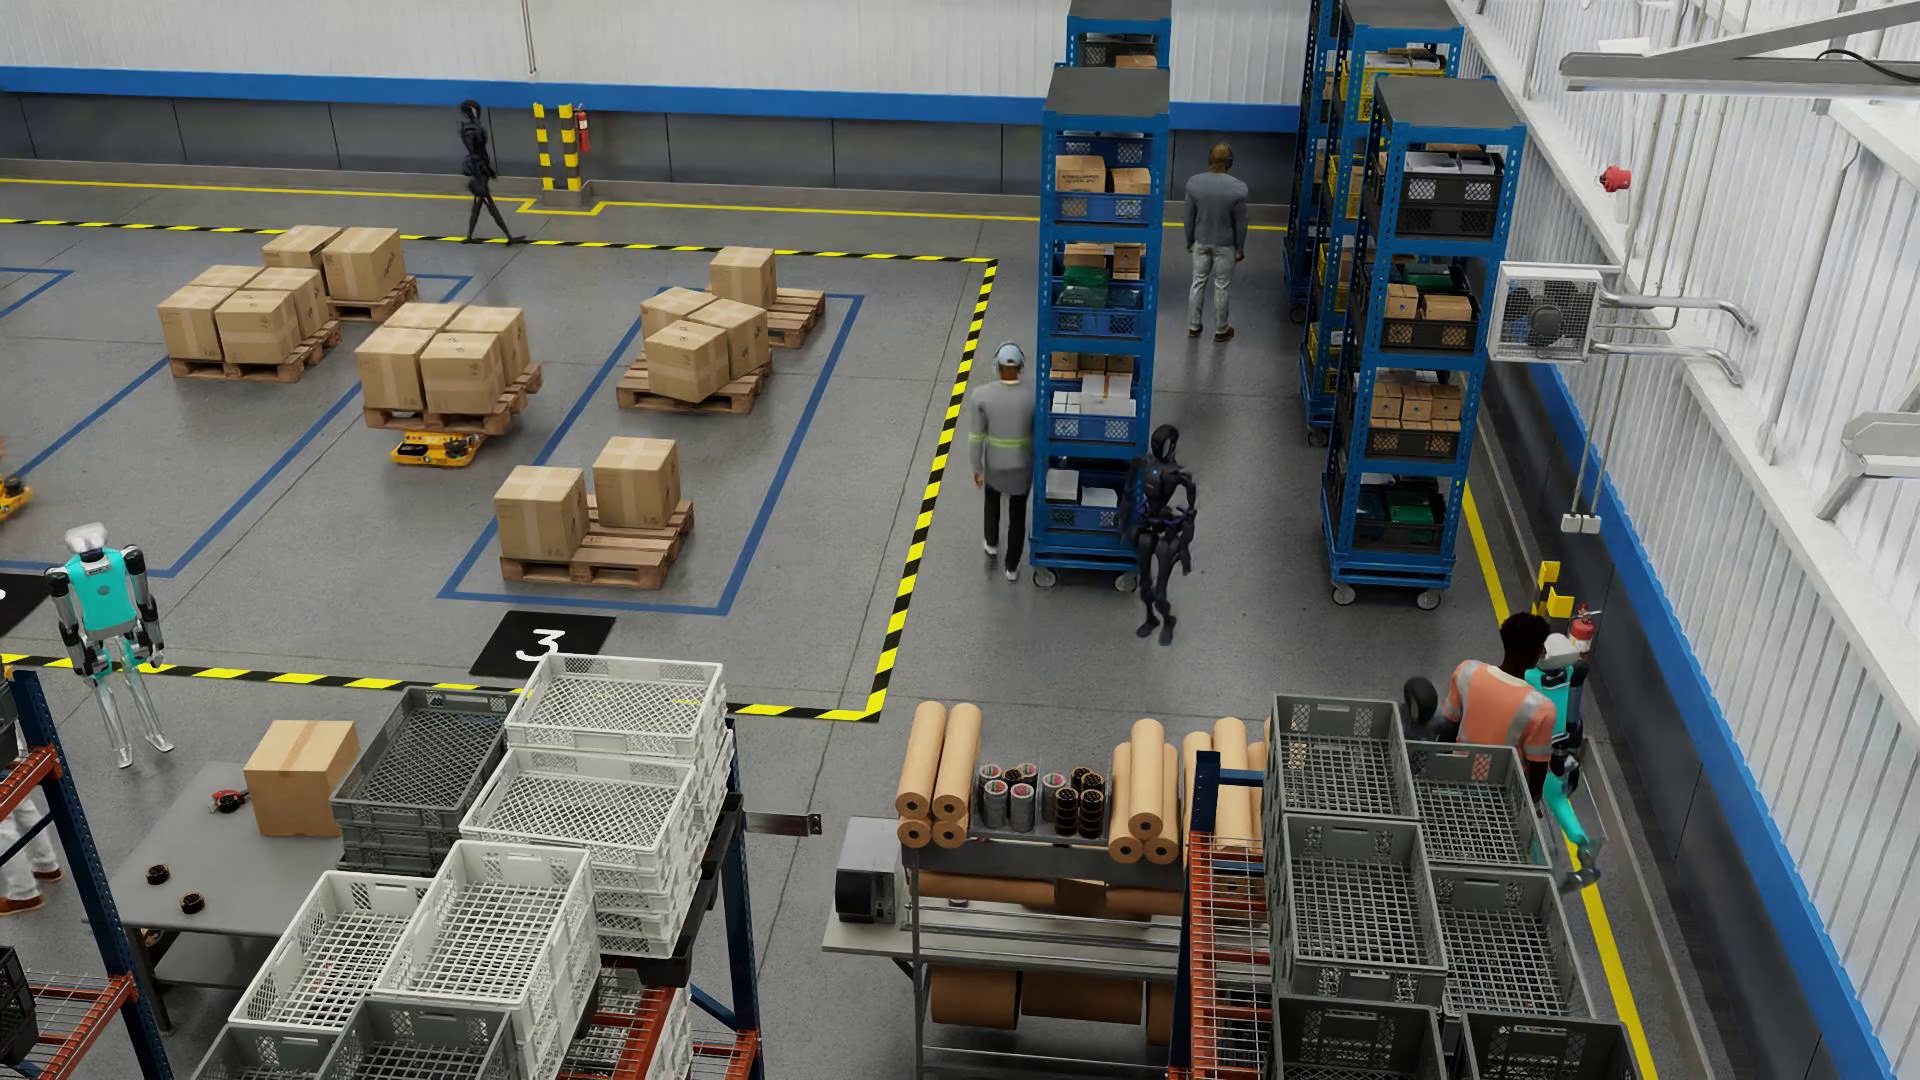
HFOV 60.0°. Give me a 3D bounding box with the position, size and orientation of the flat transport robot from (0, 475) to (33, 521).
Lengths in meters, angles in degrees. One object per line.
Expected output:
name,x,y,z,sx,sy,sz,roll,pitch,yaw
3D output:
flat transport robot,-8.244,-0.321,13.198,1.431,0.197,0.652,3,30,6

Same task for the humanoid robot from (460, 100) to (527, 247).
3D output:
humanoid robot,-5.199,-4.012,18.195,0.757,1.631,0.584,-2,30,-3

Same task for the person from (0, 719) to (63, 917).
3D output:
person,-5.290,1.196,9.023,0.376,1.879,0.585,-2,30,-4

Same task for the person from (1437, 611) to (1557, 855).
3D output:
person,2.837,1.239,8.860,0.362,1.962,0.612,-24,38,-35

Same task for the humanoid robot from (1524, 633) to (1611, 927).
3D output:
humanoid robot,3.170,1.418,8.848,0.544,1.838,0.772,-12,32,-20

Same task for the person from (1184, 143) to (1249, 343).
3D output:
person,2.432,-2.833,15.884,0.628,1.937,0.373,14,33,23

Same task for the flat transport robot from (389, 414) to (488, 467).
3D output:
flat transport robot,-4.369,-1.063,14.471,0.652,0.197,1.431,3,30,6

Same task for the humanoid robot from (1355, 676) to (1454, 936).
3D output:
humanoid robot,2.324,1.421,8.834,0.609,1.647,0.323,-12,32,-20

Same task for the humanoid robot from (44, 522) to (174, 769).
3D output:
humanoid robot,-5.168,0.570,10.101,0.533,1.677,0.735,-21,36,-32

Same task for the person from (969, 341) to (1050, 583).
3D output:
person,0.369,-0.622,12.197,0.597,1.824,0.746,1,30,2

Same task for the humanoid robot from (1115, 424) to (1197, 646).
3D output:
humanoid robot,1.348,-0.045,11.349,0.600,1.645,0.368,21,36,32

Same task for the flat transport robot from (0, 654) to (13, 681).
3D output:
flat transport robot,-7.142,0.969,11.010,1.431,0.231,0.659,3,30,6
